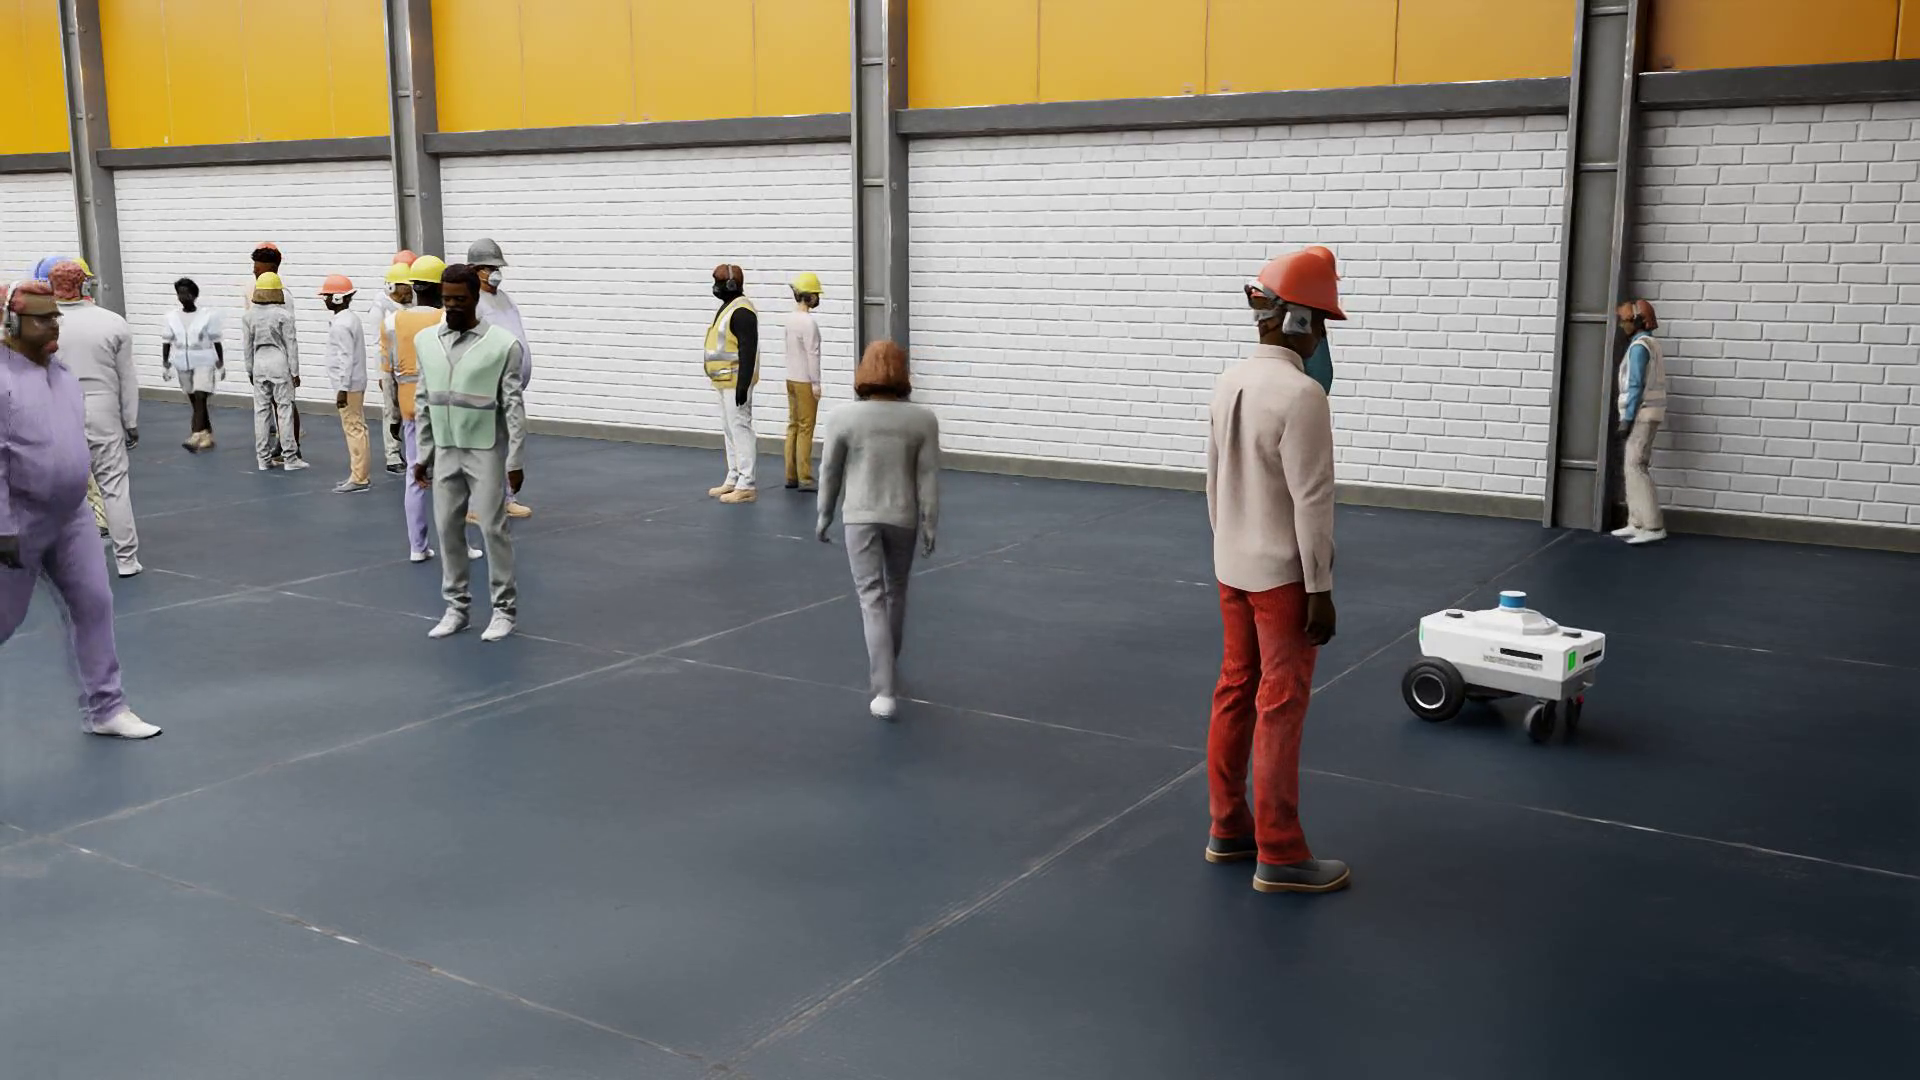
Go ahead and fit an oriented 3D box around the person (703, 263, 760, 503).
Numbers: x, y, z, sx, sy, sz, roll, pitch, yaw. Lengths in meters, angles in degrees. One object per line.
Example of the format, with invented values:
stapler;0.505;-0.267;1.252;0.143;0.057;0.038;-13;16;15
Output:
person;-1.770;-1.213;12.905;0.429;1.842;0.636;-4;11;-21

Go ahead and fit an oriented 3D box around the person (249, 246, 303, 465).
person;-6.207;-1.669;15.084;0.367;1.966;0.607;-8;13;-38

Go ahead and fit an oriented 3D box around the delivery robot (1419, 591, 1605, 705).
delivery robot;2.304;0.456;6.961;0.707;0.478;0.477;9;14;42

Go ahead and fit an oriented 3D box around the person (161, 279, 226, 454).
person;-7.336;-1.659;15.877;0.548;1.644;0.888;0;10;-1

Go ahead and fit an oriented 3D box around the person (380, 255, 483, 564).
person;-3.300;-0.808;10.422;0.594;1.924;0.382;1;10;7

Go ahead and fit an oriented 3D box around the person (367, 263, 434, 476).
person;-4.816;-1.474;14.395;0.403;1.826;0.591;5;11;26

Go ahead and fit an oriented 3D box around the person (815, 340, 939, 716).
person;-0.355;-0.072;7.274;0.512;1.584;0.853;-2;11;-13

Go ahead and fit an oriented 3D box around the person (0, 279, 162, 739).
person;-3.768;-0.105;6.684;0.903;1.877;0.635;3;11;15

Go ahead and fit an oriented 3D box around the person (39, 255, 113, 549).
person;-5.827;-0.871;10.762;0.487;1.930;0.638;-5;12;-28

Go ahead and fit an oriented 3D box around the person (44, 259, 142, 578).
person;-5.225;-0.700;9.880;0.642;1.909;0.399;-6;12;-28

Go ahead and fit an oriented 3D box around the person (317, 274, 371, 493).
person;-4.958;-1.261;13.408;0.331;1.753;0.561;-2;10;-12

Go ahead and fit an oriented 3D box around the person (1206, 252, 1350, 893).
person;0.997;0.102;5.221;0.393;1.985;0.611;-4;11;-21

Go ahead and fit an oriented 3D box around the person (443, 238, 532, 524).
person;-3.336;-1.138;11.937;0.538;2.000;0.689;4;11;20

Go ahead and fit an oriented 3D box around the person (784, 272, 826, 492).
person;-1.237;-1.270;13.438;0.330;1.765;0.533;-5;11;-27

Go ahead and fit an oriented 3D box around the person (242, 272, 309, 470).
person;-6.054;-1.486;14.686;0.494;1.743;0.307;2;10;9

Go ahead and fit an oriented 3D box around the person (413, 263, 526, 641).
person;-2.475;-0.441;8.455;0.601;1.908;0.390;3;11;15

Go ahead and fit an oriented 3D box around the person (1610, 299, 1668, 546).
person;4.575;-0.781;11.095;0.450;1.628;0.650;5;12;28

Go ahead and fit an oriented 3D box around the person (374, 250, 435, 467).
person;-4.888;-1.590;14.748;0.376;1.930;0.542;7;13;35

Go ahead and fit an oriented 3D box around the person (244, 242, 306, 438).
person;-7.073;-2.047;17.096;0.611;1.996;0.378;7;12;33
